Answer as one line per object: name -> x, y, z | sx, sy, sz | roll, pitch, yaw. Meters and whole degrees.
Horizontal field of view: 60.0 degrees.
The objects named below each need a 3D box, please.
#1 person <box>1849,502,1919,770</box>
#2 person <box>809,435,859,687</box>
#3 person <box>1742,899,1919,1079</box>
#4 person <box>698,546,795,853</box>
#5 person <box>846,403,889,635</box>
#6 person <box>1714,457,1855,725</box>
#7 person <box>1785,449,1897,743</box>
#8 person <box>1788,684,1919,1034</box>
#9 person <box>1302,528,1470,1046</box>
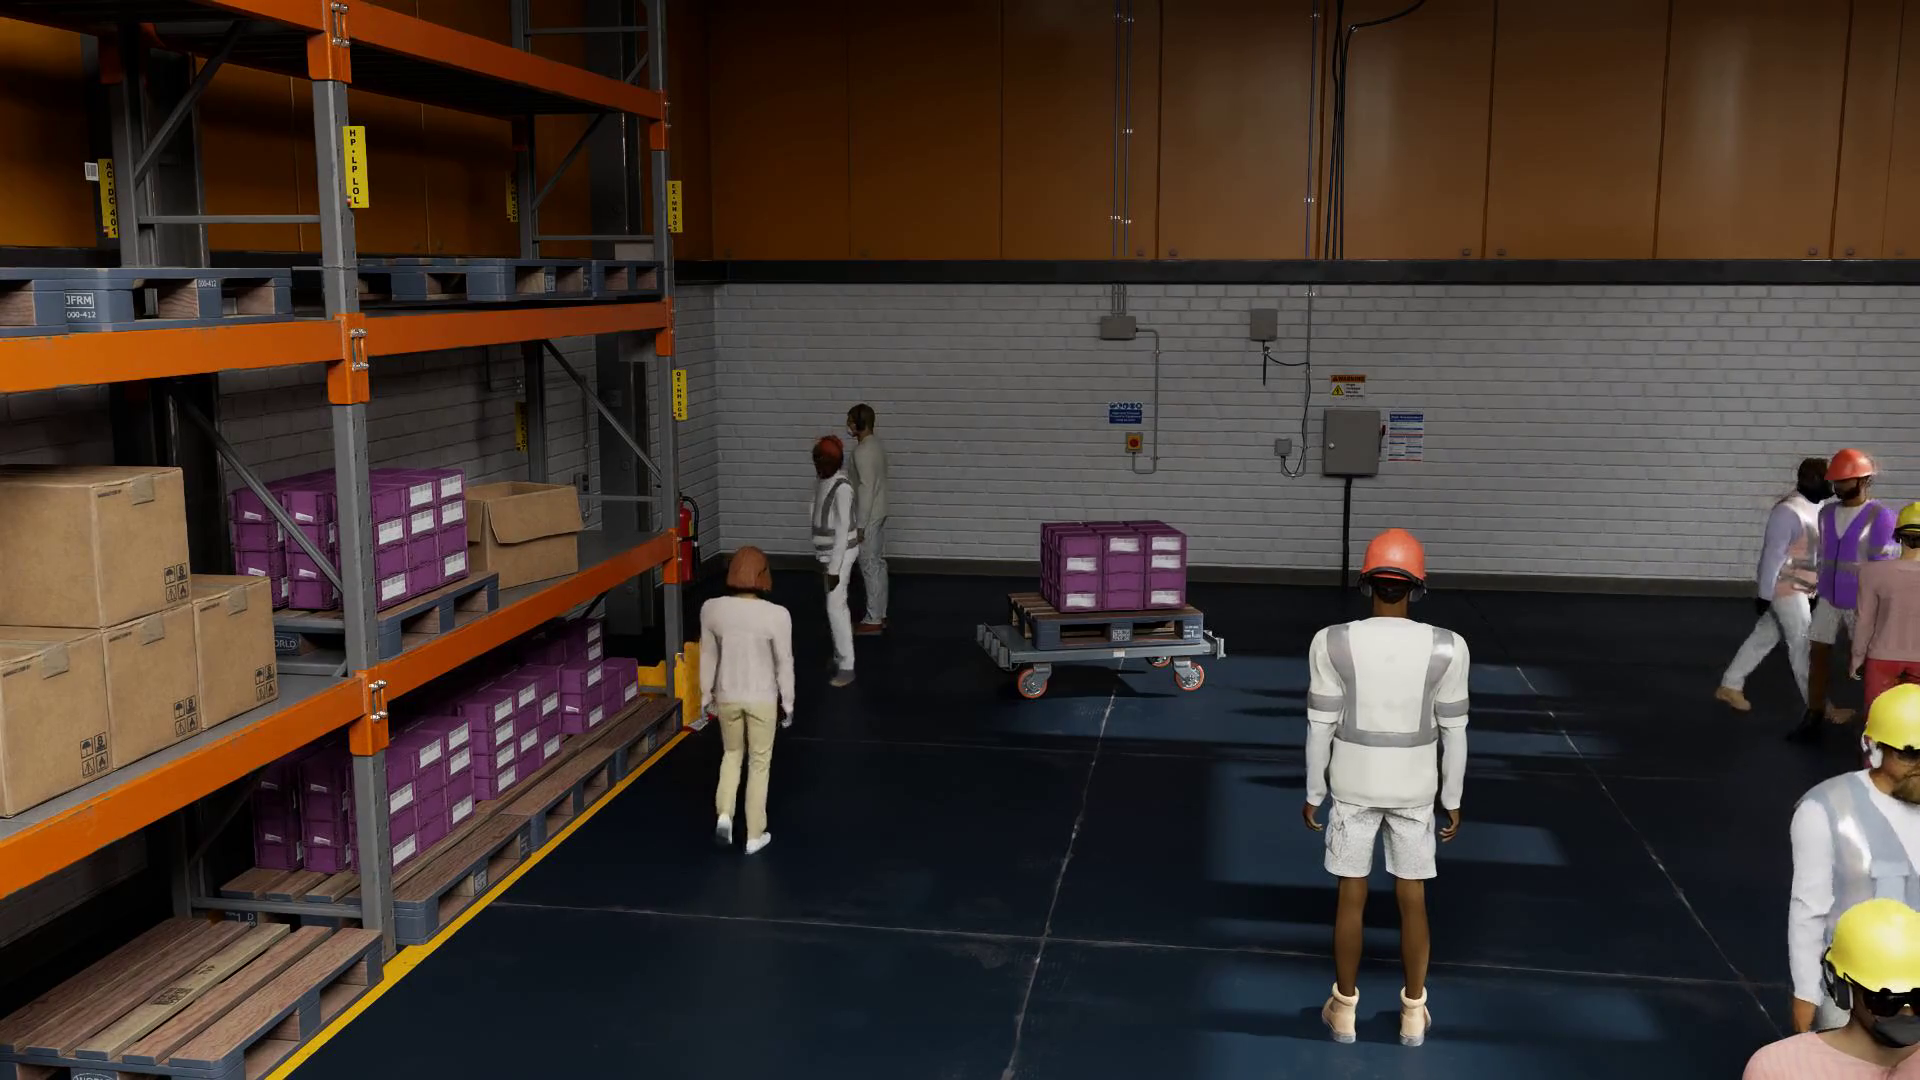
person -> 5.226, 0.668, 9.221 | 0.534, 1.767, 0.313 | 4, 10, 21
person -> -0.941, 0.136, 12.280 | 0.358, 1.857, 0.745 | -3, 10, -18
person -> 1.874, 1.598, 3.489 | 0.525, 1.769, 0.310 | 0, 9, -2
person -> -1.105, 0.835, 8.613 | 0.528, 1.620, 0.385 | 2, 9, 14
person -> -0.774, -0.174, 13.890 | 0.355, 1.936, 0.635 | 1, 9, 9
person -> 5.602, 0.327, 11.281 | 0.897, 1.800, 0.637 | 7, 12, 38
person -> 5.769, 0.358, 10.714 | 0.858, 1.911, 0.556 | -5, 10, -26
person -> 2.799, 1.314, 5.077 | 0.596, 1.818, 0.457 | 0, 9, 1
person -> 1.658, 0.967, 6.528 | 0.616, 2.041, 0.378 | 1, 9, 9
